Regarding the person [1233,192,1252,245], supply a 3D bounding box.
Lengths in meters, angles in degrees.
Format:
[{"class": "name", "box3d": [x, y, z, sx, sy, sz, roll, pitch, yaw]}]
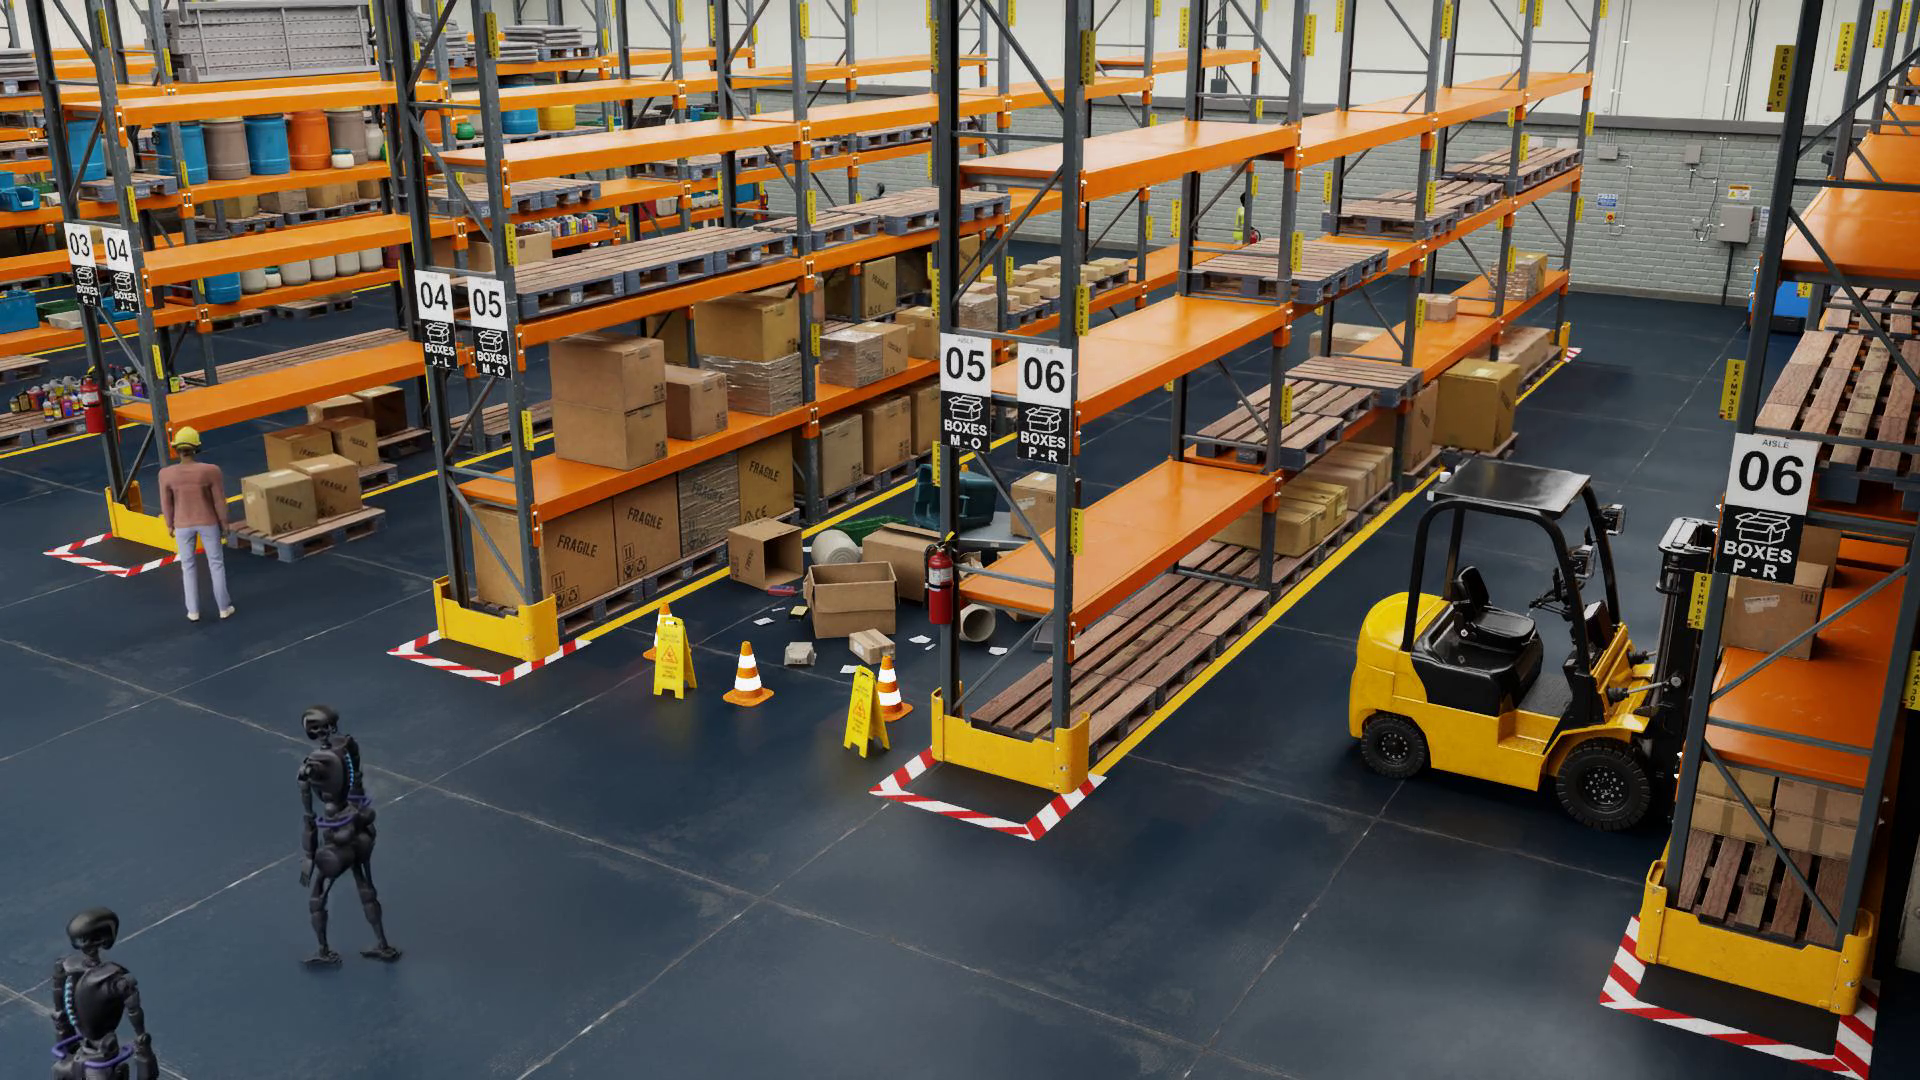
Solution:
[{"class": "person", "box3d": [5.158, -5.508, 30.369, 0.319, 1.687, 0.537, -1, 19, -2]}]

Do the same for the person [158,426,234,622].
[{"class": "person", "box3d": [-6.750, -0.140, 14.742, 0.541, 1.757, 0.360, -6, 20, -18]}]

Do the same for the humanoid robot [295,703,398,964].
[{"class": "humanoid robot", "box3d": [-3.621, 1.689, 9.587, 0.605, 1.640, 0.589, 4, 20, 12]}]

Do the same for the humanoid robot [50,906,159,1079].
[{"class": "humanoid robot", "box3d": [-3.864, 2.412, 7.487, 0.589, 1.636, 0.362, 7, 20, 20]}]

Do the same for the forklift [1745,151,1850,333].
[{"class": "forklift", "box3d": [13.620, -4.667, 26.137, 1.873, 2.768, 1.129, 11, 22, 29]}]

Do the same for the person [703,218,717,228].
[{"class": "person", "box3d": [-5.244, -7.060, 34.858, 0.492, 1.688, 0.348, -6, 20, -17]}]

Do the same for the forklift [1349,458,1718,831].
[{"class": "forklift", "box3d": [3.988, 0.658, 11.776, 2.313, 2.155, 1.214, 11, 22, 29]}]

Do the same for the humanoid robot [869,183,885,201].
[{"class": "humanoid robot", "box3d": [-1.516, -6.014, 31.853, 0.610, 1.642, 0.462, -9, 21, -25]}]
